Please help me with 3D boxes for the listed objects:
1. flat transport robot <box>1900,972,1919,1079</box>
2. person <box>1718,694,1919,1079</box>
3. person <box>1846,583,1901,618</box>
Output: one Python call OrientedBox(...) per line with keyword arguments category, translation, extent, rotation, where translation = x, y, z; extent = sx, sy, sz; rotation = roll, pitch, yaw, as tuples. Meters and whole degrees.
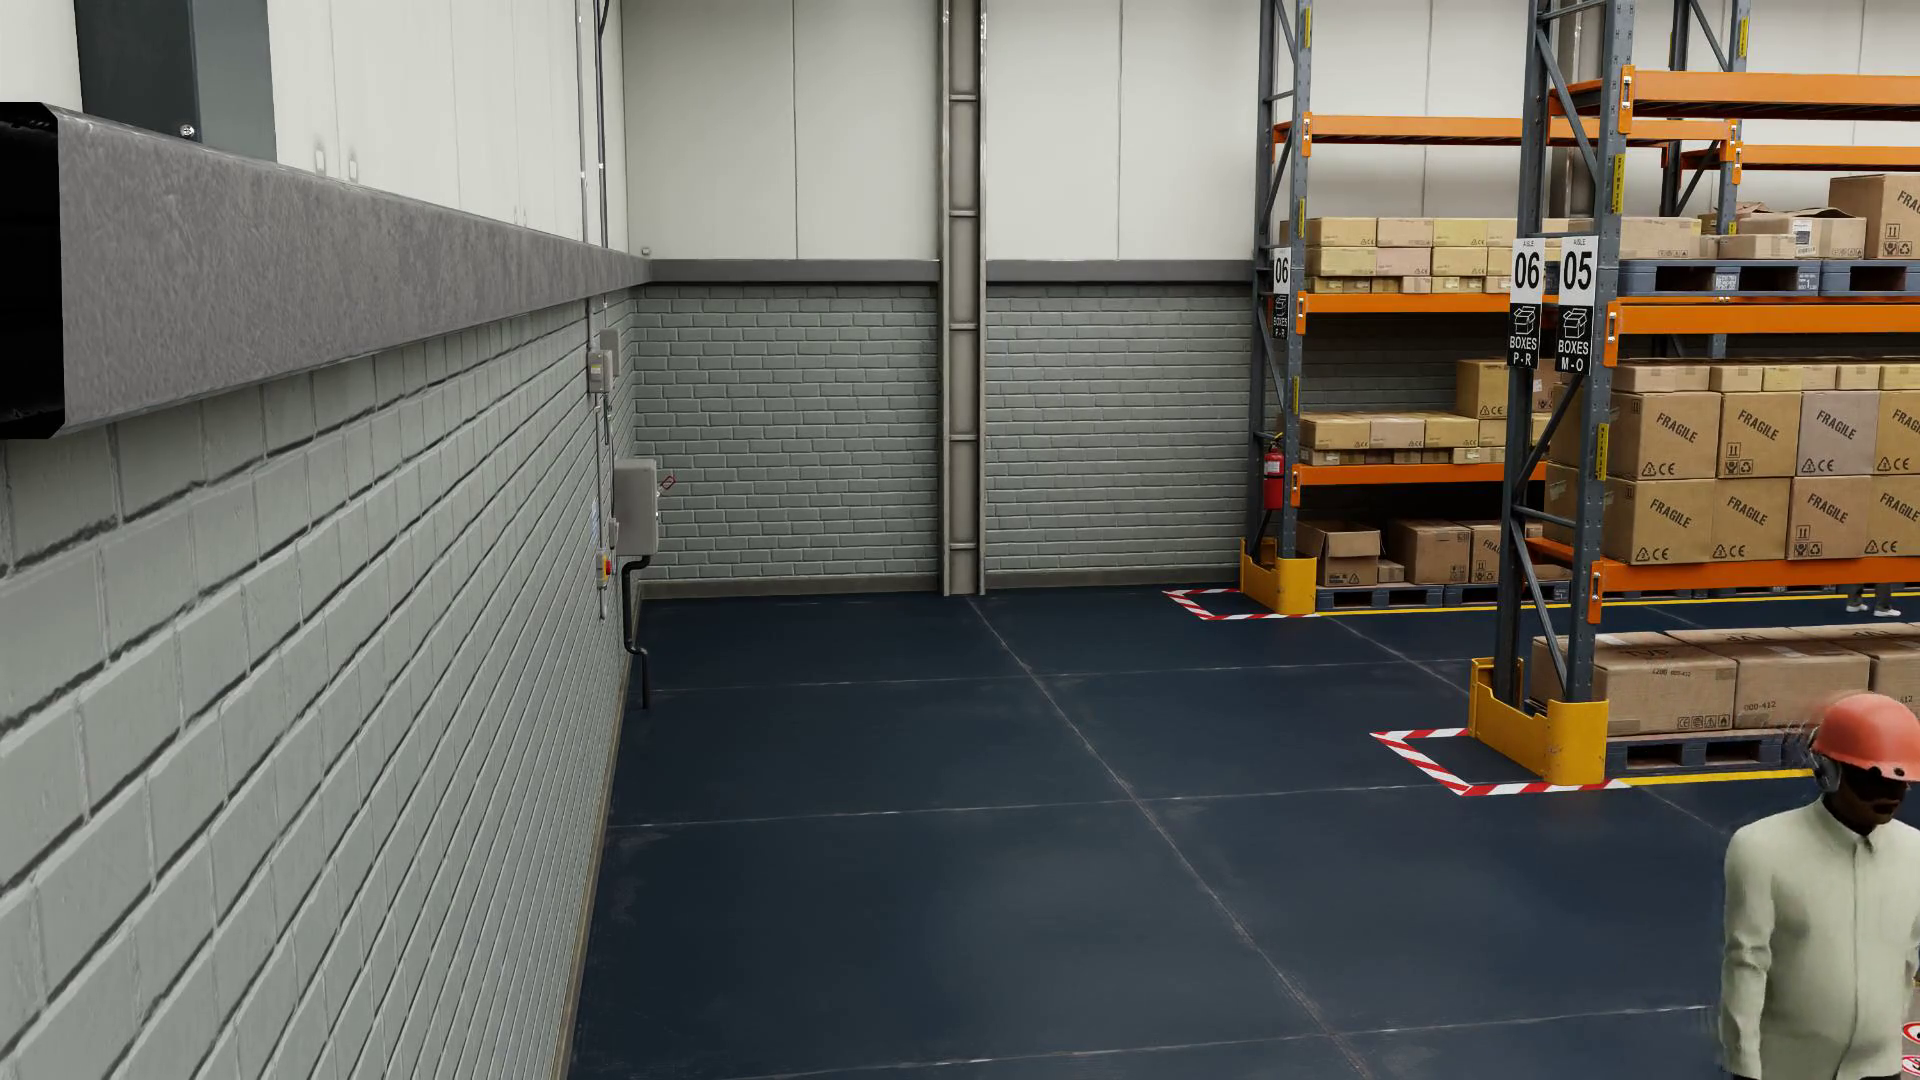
OrientedBox(category="flat transport robot", translation=(3.542, 1.926, 6.057), extent=(0.652, 0.197, 1.431), rotation=(8, 12, 39))
OrientedBox(category="person", translation=(2.267, 1.334, 4.497), extent=(0.606, 1.970, 0.858), rotation=(0, 9, -2))
OrientedBox(category="person", translation=(8.087, -0.278, 14.599), extent=(0.398, 1.918, 0.588), rotation=(-6, 11, -32))
